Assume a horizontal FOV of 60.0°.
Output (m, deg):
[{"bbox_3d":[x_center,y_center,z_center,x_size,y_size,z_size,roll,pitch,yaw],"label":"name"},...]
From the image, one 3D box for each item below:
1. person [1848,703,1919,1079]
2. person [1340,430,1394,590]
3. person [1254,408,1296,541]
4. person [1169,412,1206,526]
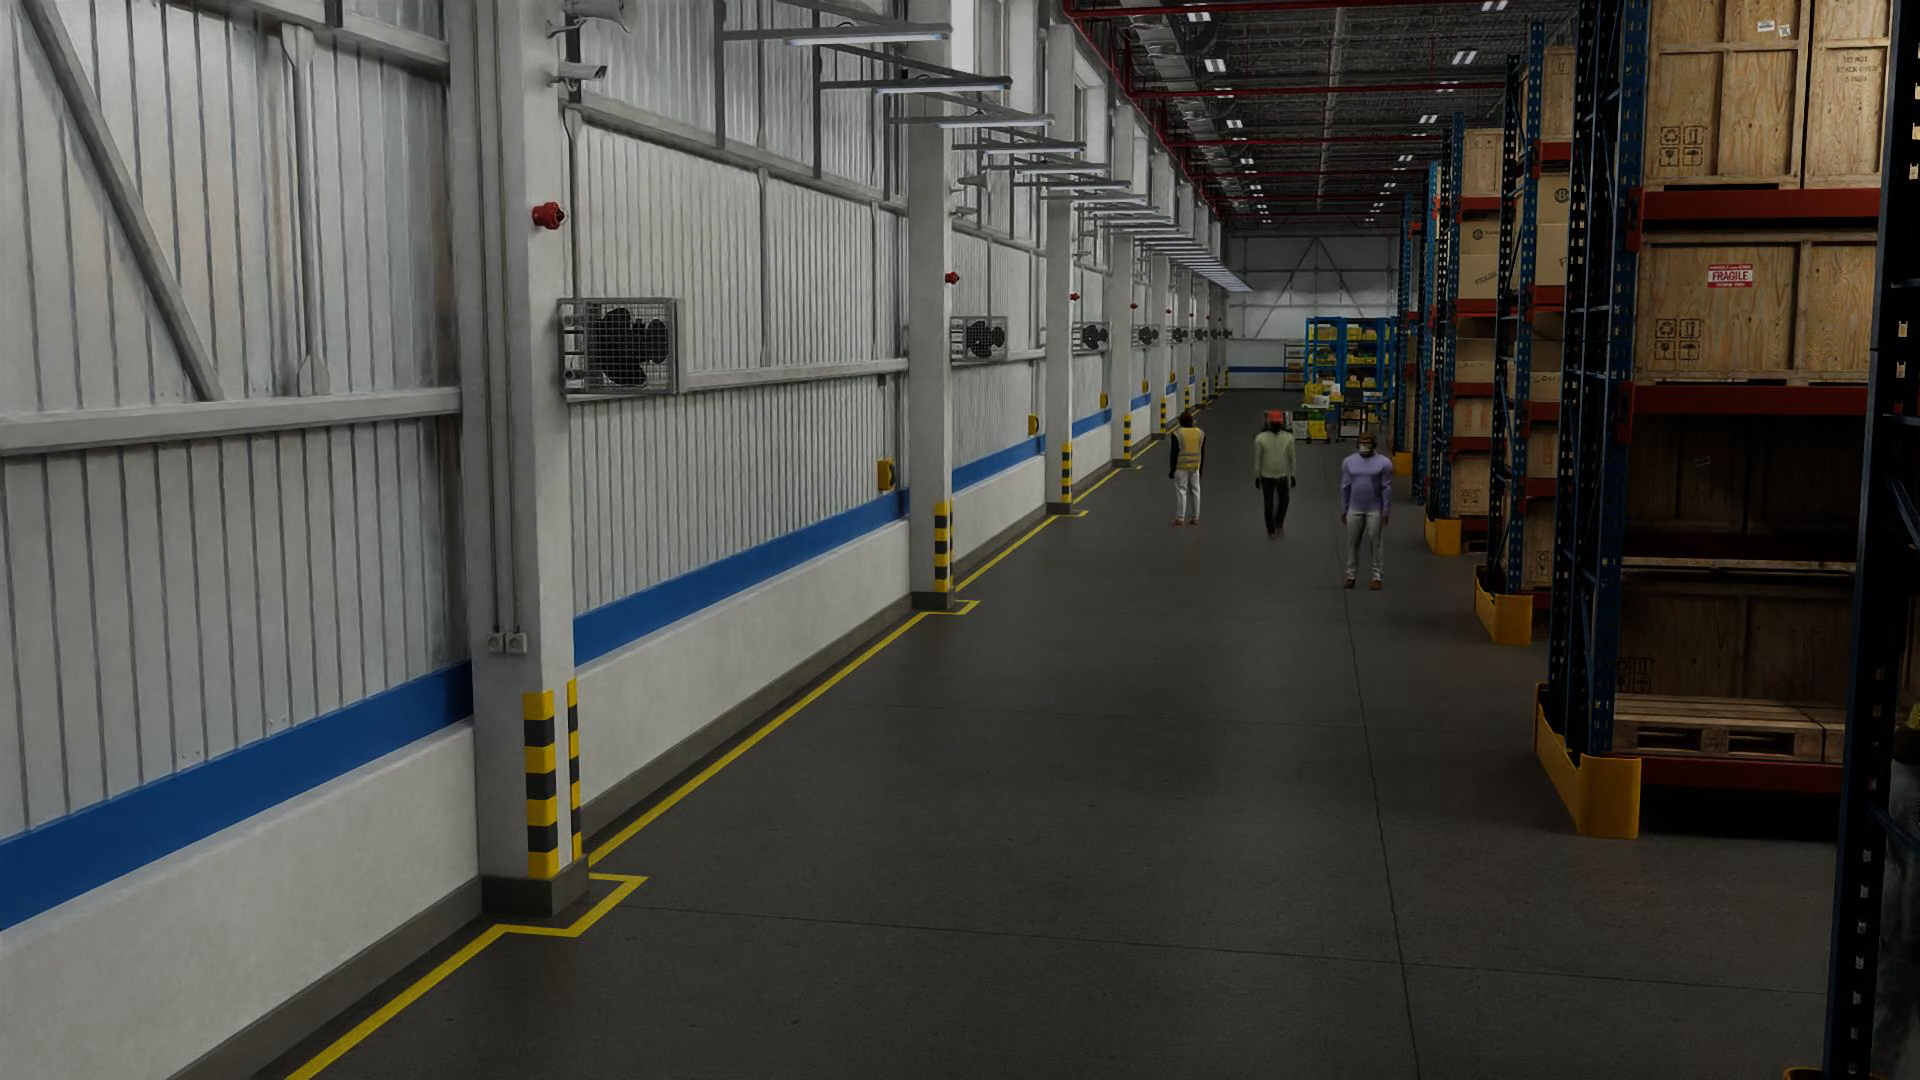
[{"bbox_3d":[3.664,1.447,6.408,0.383,1.725,0.495,2,7,12],"label":"person"},{"bbox_3d":[4.893,-0.356,20.036,0.627,1.932,0.368,4,8,28],"label":"person"},{"bbox_3d":[4.680,-0.966,24.697,0.650,1.975,0.441,0,7,-1],"label":"person"},{"bbox_3d":[3.622,-1.138,26.654,0.620,1.837,0.429,-3,8,-22],"label":"person"}]
